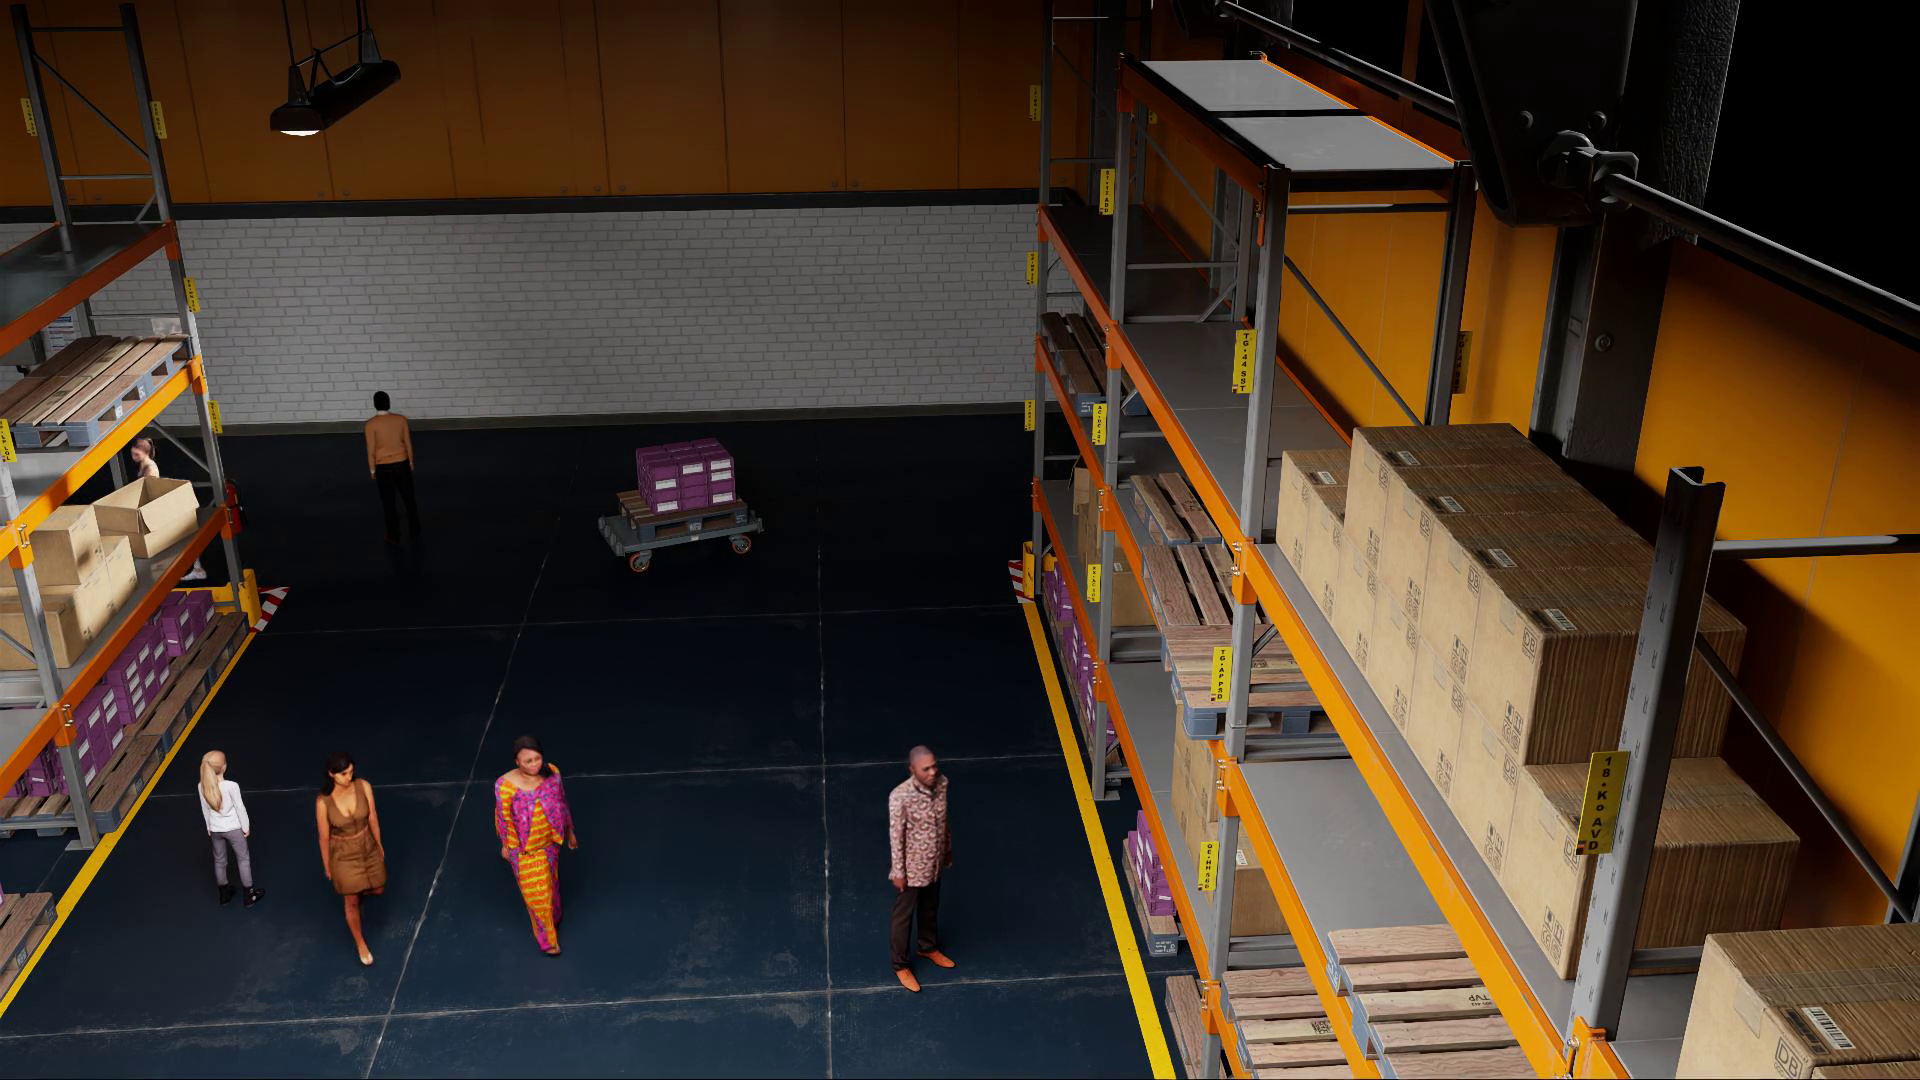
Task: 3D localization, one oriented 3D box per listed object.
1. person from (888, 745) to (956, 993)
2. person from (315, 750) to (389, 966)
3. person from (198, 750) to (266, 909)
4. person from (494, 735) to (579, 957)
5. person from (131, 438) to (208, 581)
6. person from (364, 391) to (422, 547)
[{"bbox_3d":[-0.284,2.202,11.465,0.776,1.808,0.811,-21,31,-39],"label":"person"},{"bbox_3d":[-4.284,2.186,11.680,0.795,1.666,0.881,-18,29,-35],"label":"person"},{"bbox_3d":[-5.426,2.133,12.289,0.517,1.275,0.526,2,24,5],"label":"person"},{"bbox_3d":[-3.060,2.095,11.904,0.904,1.652,0.989,-20,31,-39],"label":"person"},{"bbox_3d":[-8.234,-0.281,17.328,0.914,1.663,1.092,-10,25,-21],"label":"person"},{"bbox_3d":[-6.291,-0.807,18.417,0.753,1.753,0.771,-18,29,-35],"label":"person"}]
